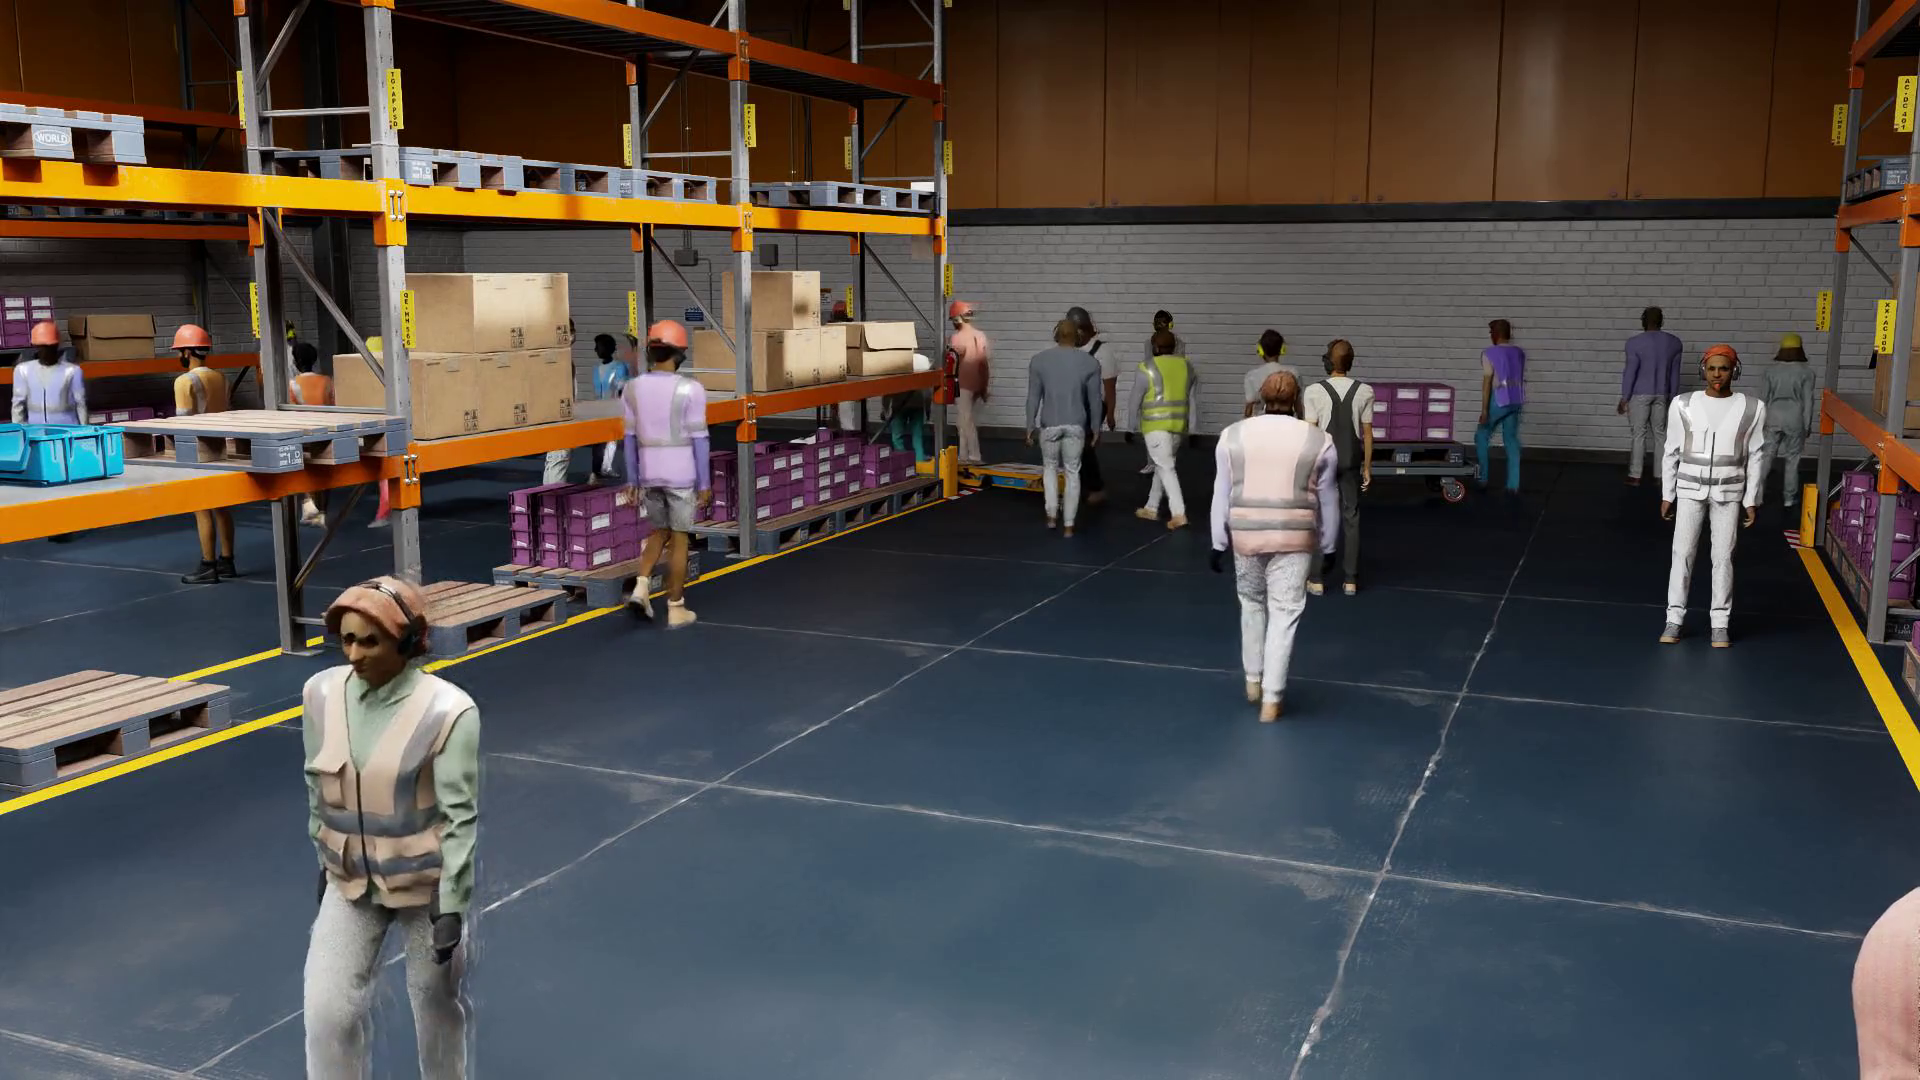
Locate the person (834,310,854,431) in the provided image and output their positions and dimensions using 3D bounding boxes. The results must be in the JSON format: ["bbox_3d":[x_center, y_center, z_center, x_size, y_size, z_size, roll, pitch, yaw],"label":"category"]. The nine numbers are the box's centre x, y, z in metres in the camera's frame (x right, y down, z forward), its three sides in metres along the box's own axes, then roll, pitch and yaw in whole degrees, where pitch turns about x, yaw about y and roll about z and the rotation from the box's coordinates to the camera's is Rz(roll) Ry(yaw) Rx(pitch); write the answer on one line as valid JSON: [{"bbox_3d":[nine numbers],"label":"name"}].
[{"bbox_3d":[-1.498,-1.924,20.536,0.684,1.824,0.660,5,11,30],"label":"person"}]

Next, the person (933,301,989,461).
[{"bbox_3d":[0.011,-1.734,18.982,0.739,1.953,0.650,7,12,38],"label":"person"}]

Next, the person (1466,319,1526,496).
[{"bbox_3d":[5.568,-1.381,17.296,0.634,1.811,0.742,-5,10,-27],"label":"person"}]

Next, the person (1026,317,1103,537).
[{"bbox_3d":[0.928,-1.002,14.688,0.661,1.915,0.614,1,9,6],"label":"person"}]

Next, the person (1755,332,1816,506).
[{"bbox_3d":[8.068,-1.168,16.271,0.499,1.733,0.628,8,12,40],"label":"person"}]

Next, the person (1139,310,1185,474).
[{"bbox_3d":[2.293,-1.662,18.832,0.535,1.869,0.312,5,11,28],"label":"person"}]

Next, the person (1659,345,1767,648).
[{"bbox_3d":[4.668,-0.269,10.355,0.574,1.882,0.356,4,10,25],"label":"person"}]

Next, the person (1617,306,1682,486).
[{"bbox_3d":[7.411,-1.539,17.883,0.660,1.936,0.377,-1,9,-9],"label":"person"}]

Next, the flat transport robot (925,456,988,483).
[{"bbox_3d":[-0.388,-0.795,18.408,0.652,0.197,1.431,-9,13,-44],"label":"flat transport robot"}]

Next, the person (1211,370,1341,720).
[{"bbox_3d":[1.700,0.006,8.874,0.661,1.815,0.782,3,10,20],"label":"person"}]

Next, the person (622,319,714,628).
[{"bbox_3d":[-1.895,-0.414,10.818,0.608,2.029,0.461,4,10,24],"label":"person"}]

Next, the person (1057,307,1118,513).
[{"bbox_3d":[1.175,-1.316,16.214,0.684,2.000,1.055,8,12,40],"label":"person"}]

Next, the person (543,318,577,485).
[{"bbox_3d":[-3.602,-1.062,14.999,0.379,1.937,0.629,-4,10,-21],"label":"person"}]

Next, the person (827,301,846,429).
[{"bbox_3d":[-1.611,-2.157,21.727,0.906,1.898,0.562,0,9,0],"label":"person"}]

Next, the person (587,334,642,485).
[{"bbox_3d":[-3.676,-1.378,17.743,0.528,1.658,0.849,5,11,30],"label":"person"}]

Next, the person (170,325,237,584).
[{"bbox_3d":[-5.670,-0.636,12.431,0.383,1.932,0.541,2,9,9],"label":"person"}]

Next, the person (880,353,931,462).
[{"bbox_3d":[-0.551,-1.400,17.615,0.541,1.751,0.434,-5,11,-30],"label":"person"}]

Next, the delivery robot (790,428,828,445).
[{"bbox_3d":[-1.530,-1.015,18.602,0.707,0.478,0.477,3,10,18],"label":"delivery robot"}]

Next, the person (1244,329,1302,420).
[{"bbox_3d":[2.664,-0.867,14.135,0.529,1.835,0.841,2,10,12],"label":"person"}]

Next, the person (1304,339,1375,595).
[{"bbox_3d":[2.704,-0.517,11.963,0.513,1.846,0.334,0,9,0],"label":"person"}]

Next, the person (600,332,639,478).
[{"bbox_3d":[-3.648,-1.546,18.615,0.522,1.704,0.967,9,13,43],"label":"person"}]

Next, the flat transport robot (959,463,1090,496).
[{"bbox_3d":[0.731,-0.650,17.530,1.431,0.197,0.652,9,13,43],"label":"flat transport robot"}]

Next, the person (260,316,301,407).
[{"bbox_3d":[-7.082,-1.427,17.484,0.526,1.847,0.785,1,9,3],"label":"person"}]

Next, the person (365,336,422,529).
[{"bbox_3d":[-5.226,-1.001,15.239,0.528,1.741,0.741,4,10,24],"label":"person"}]

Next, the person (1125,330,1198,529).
[{"bbox_3d":[1.878,-1.014,15.164,0.615,1.797,0.961,-5,11,-30],"label":"person"}]

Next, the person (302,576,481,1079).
[{"bbox_3d":[-1.439,0.891,4.102,0.531,1.609,0.683,3,10,15],"label":"person"}]

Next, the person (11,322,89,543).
[{"bbox_3d":[-7.835,-0.927,14.355,0.553,1.889,0.985,-2,10,-11],"label":"person"}]

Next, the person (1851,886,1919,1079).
[{"bbox_3d":[1.448,1.083,2.108,0.639,1.902,0.406,-1,9,-4],"label":"person"}]

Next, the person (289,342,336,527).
[{"bbox_3d":[-5.845,-0.936,14.975,0.354,1.685,0.541,9,13,42],"label":"person"}]
